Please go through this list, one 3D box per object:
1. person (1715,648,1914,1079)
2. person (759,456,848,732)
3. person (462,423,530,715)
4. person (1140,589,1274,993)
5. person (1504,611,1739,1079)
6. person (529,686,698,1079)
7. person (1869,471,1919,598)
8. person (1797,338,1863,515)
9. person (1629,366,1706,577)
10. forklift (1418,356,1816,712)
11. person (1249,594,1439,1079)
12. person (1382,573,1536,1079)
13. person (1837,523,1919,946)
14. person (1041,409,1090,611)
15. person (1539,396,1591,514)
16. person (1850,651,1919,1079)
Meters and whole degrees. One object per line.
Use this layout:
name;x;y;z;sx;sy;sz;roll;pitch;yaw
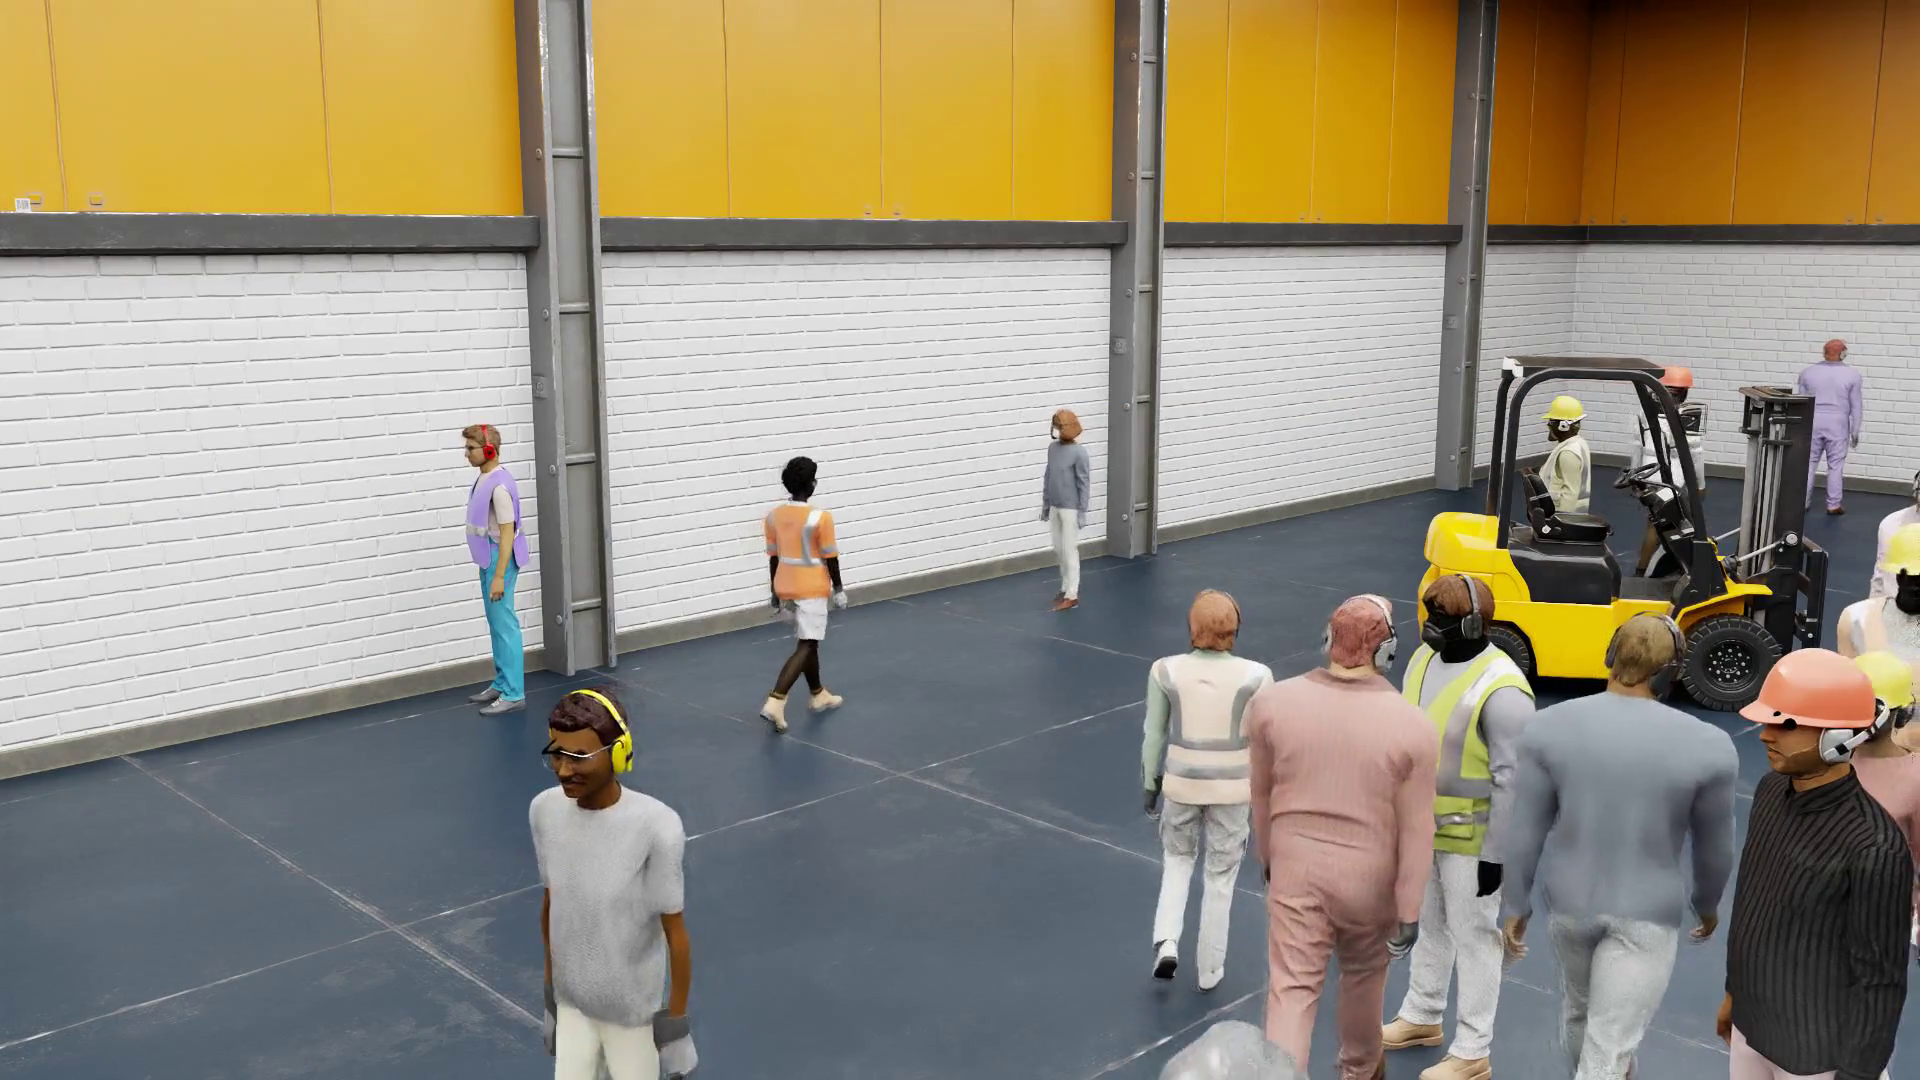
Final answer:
person;2.129;1.249;4.257;0.381;1.994;0.622;-1;10;-3
person;-0.998;0.316;10.219;0.527;1.671;0.809;9;14;41
person;-2.925;0.177;10.520;0.389;1.843;0.563;-5;11;-24
person;0.983;1.006;6.606;0.516;1.625;0.376;3;11;18
person;2.056;1.139;5.204;0.632;1.867;1.088;7;13;35
person;-0.914;1.265;4.616;0.516;1.844;0.705;5;11;25
person;5.117;0.492;8.737;0.825;1.875;0.645;-7;13;-35
person;9.377;-1.219;17.962;0.647;1.907;0.406;9;14;41
person;6.130;-0.537;14.267;0.963;1.887;0.576;-6;12;-30
forklift;4.276;-0.101;11.076;2.313;2.155;1.214;2;11;13
person;1.231;1.098;5.469;0.639;1.859;0.986;5;12;26
person;1.741;1.023;5.907;0.430;1.844;0.624;-3;11;-16
person;3.851;0.846;6.733;0.595;1.898;0.838;10;14;43
person;0.857;-0.251;13.463;0.322;1.641;0.509;-6;12;-31
person;4.456;-0.155;12.358;0.404;1.830;0.603;4;11;21
person;2.912;1.180;5.398;0.900;1.721;0.534;-7;12;-32
